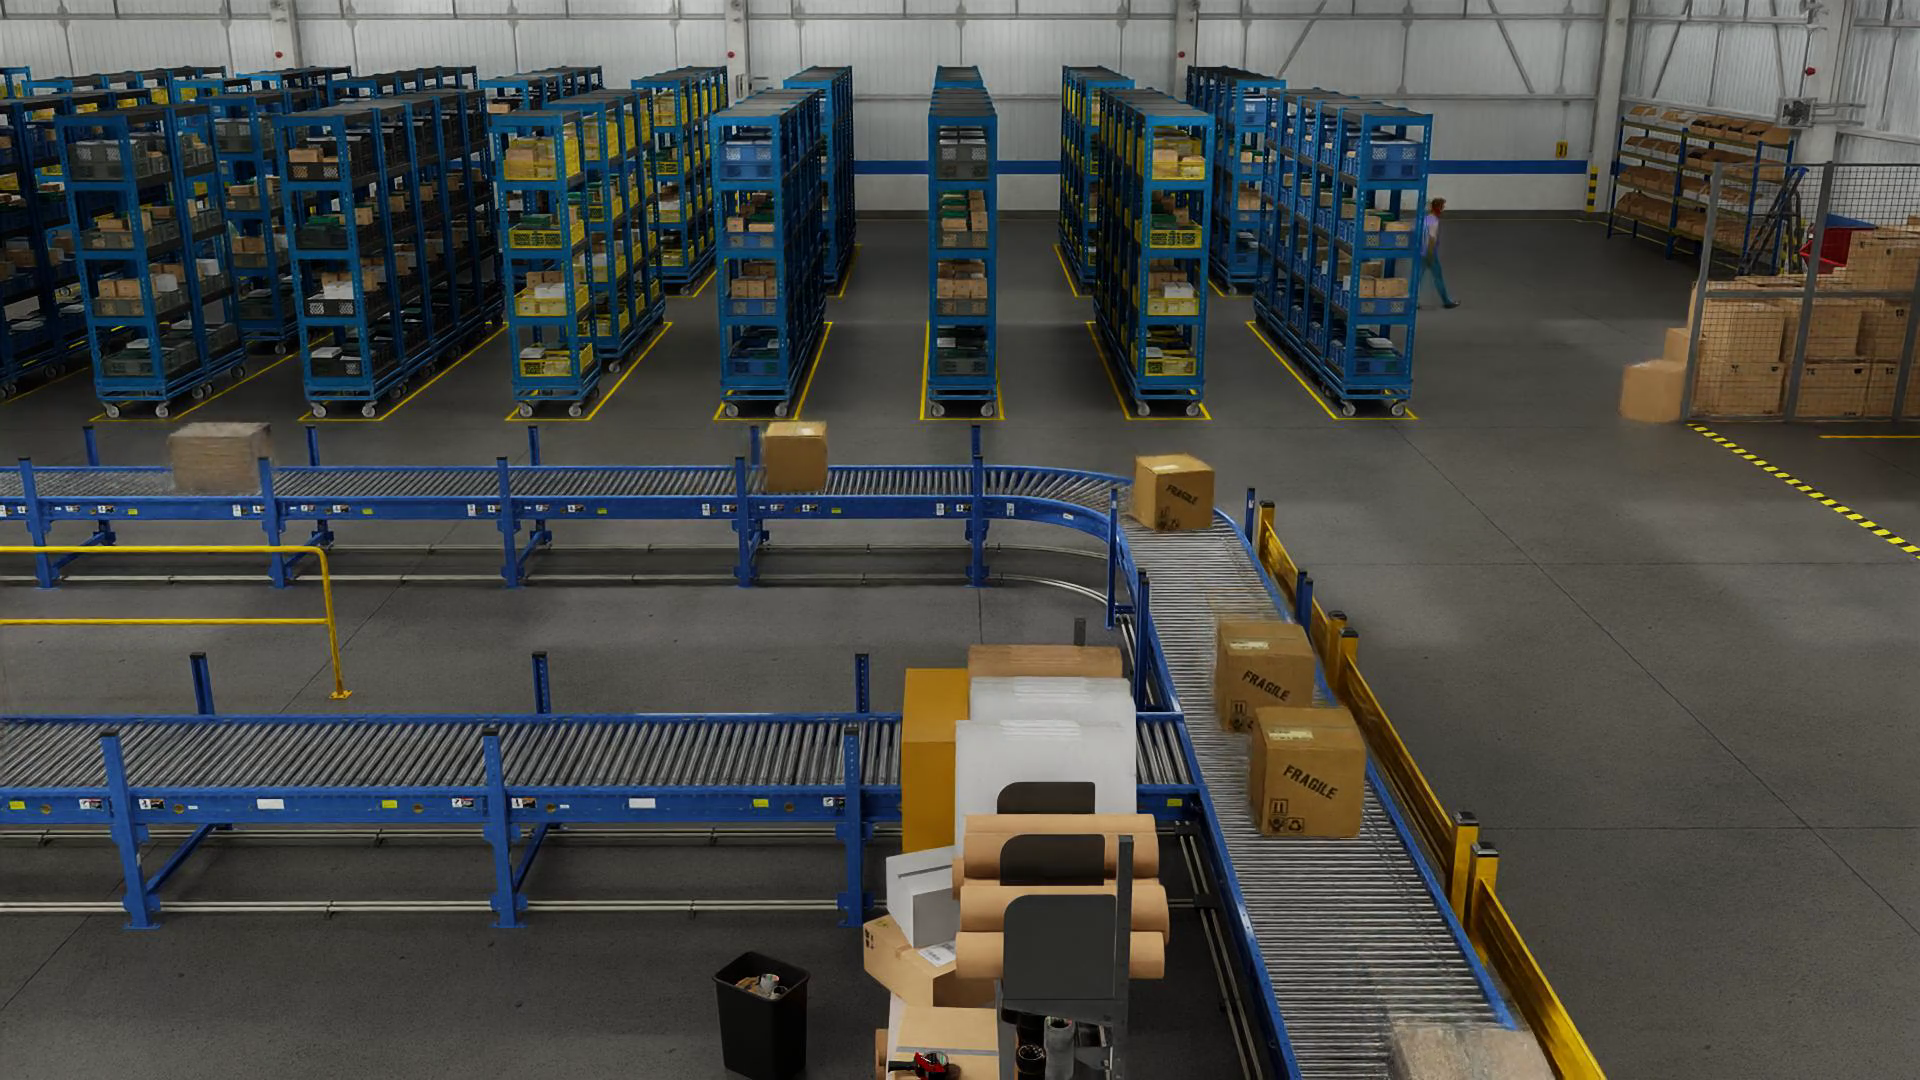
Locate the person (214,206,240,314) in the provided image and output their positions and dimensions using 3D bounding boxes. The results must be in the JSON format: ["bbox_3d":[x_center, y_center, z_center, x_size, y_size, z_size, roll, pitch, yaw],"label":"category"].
[{"bbox_3d":[-11.731,-4.560,26.722,0.403,1.827,0.599,-13,22,-35],"label":"person"}]

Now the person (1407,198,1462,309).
[{"bbox_3d":[7.721,-4.628,26.992,0.961,1.795,0.574,-2,18,-6],"label":"person"}]
